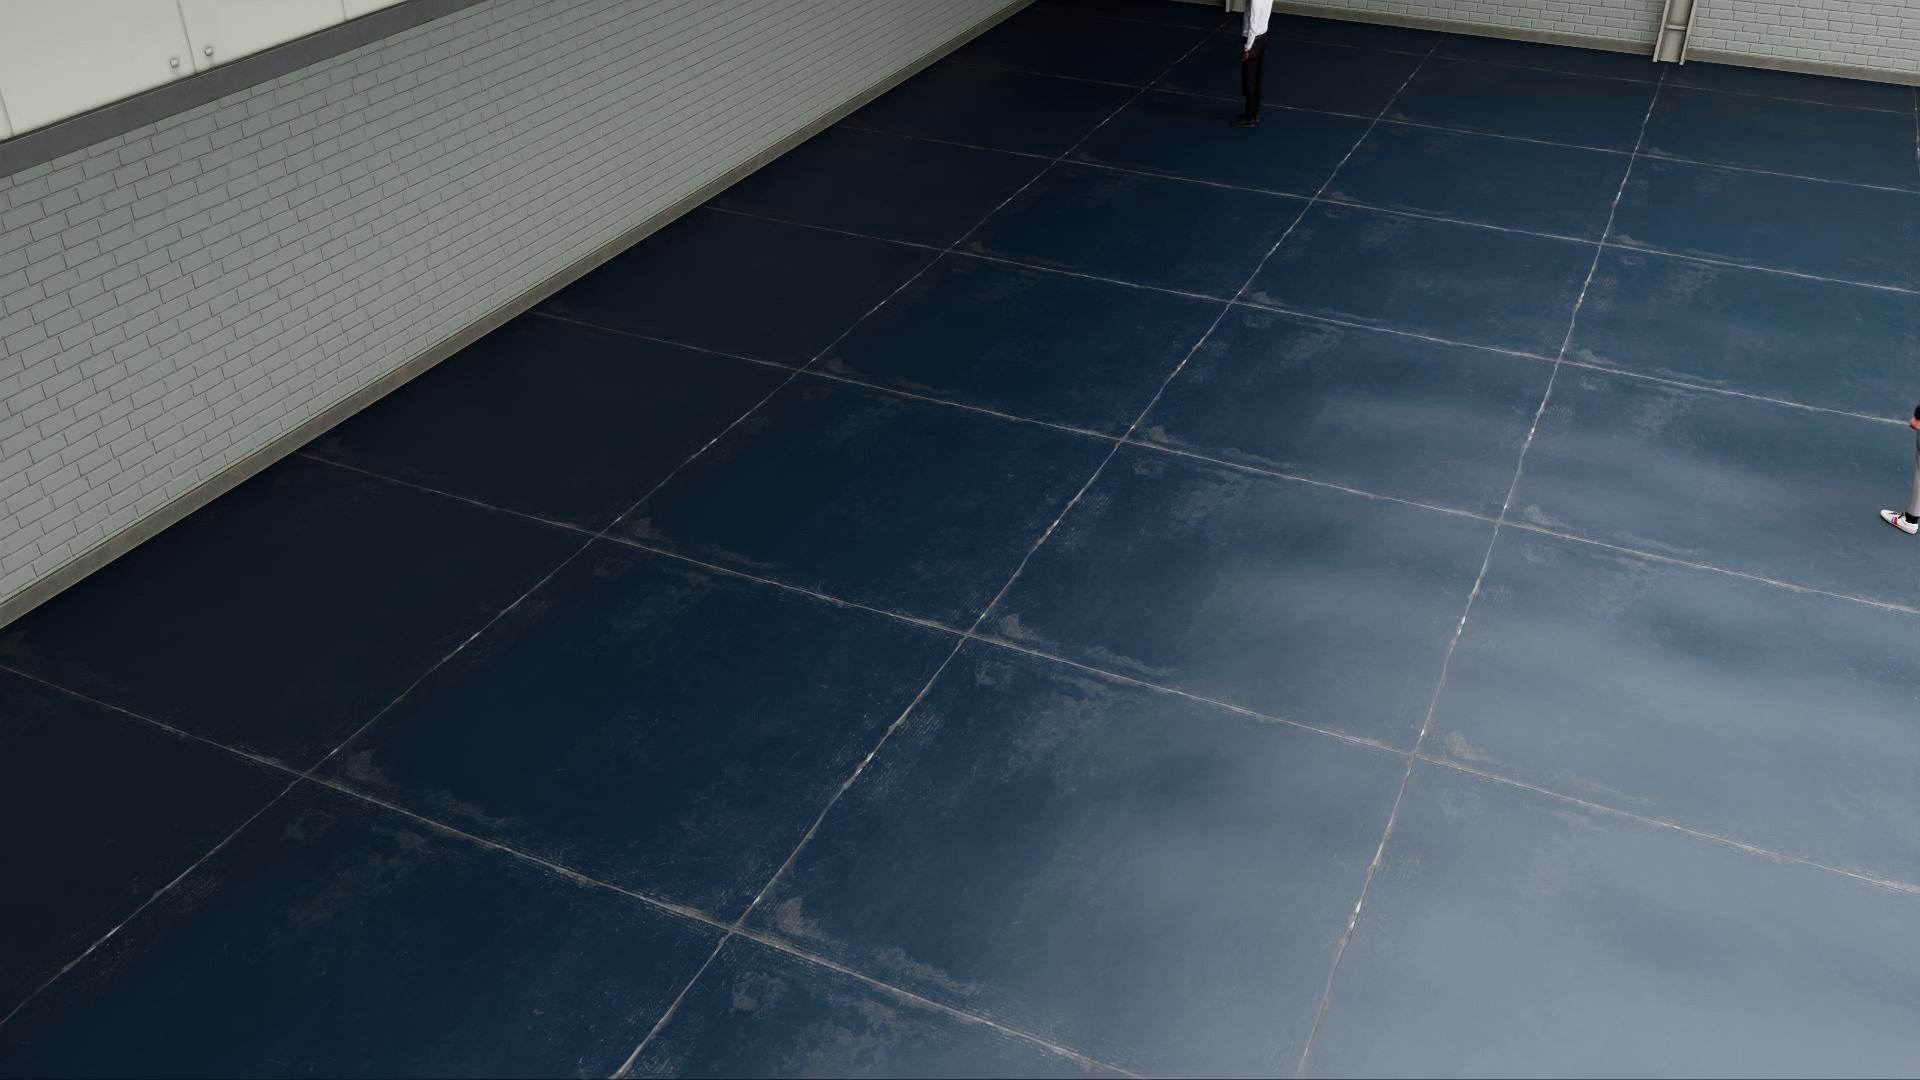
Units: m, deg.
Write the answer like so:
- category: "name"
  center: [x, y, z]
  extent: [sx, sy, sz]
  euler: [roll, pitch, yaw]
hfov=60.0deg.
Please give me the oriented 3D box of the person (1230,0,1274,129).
- category: "person"
  center: [3.500, -5.853, 19.772]
  extent: [0.537, 1.837, 0.644]
  euler: [16, 36, 24]
